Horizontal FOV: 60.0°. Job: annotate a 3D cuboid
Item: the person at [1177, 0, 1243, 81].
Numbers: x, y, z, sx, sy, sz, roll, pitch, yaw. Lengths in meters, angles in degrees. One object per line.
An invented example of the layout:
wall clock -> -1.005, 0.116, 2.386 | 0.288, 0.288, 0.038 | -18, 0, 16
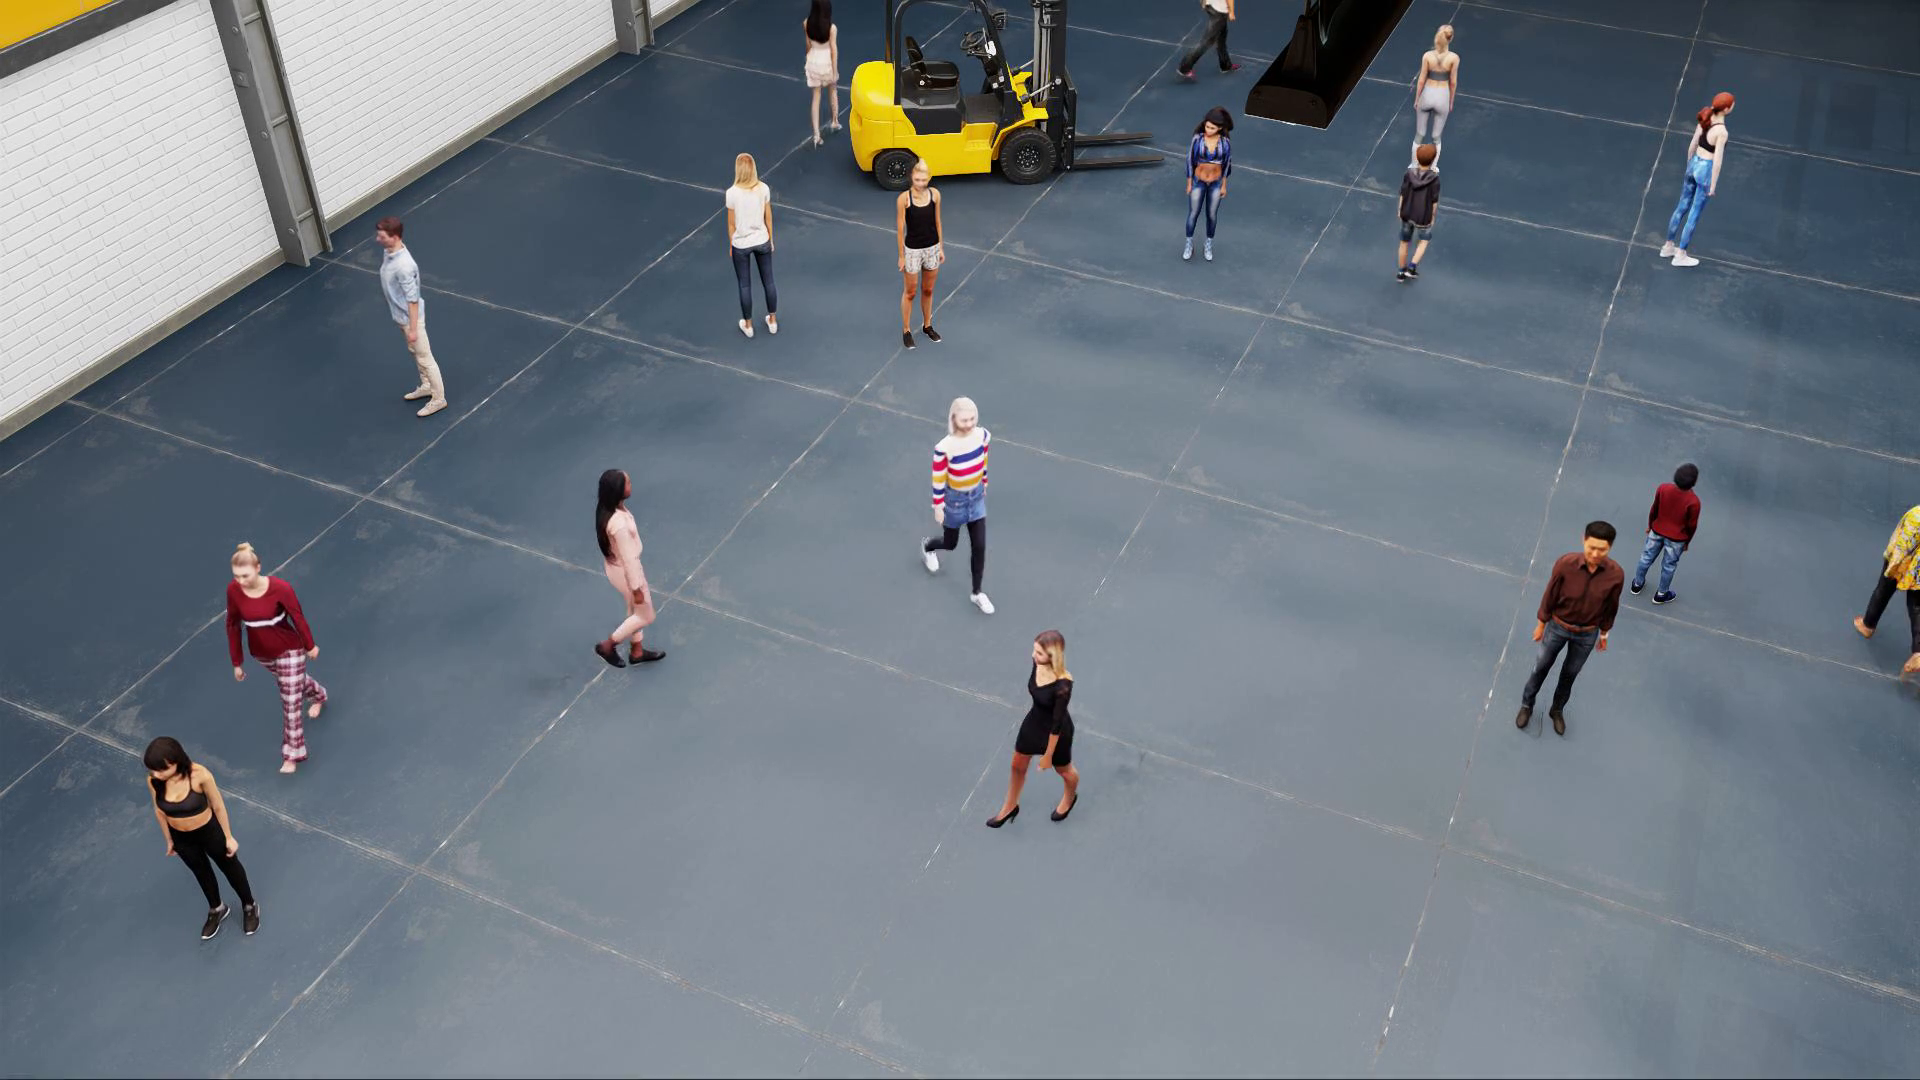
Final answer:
person -> 3.011, -6.373, 19.973 | 1.210, 1.767, 1.150 | -13, 40, -15

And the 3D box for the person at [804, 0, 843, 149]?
person -> -1.588, -5.200, 18.541 | 0.631, 1.709, 0.845 | 11, 40, 14

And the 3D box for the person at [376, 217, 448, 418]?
person -> -4.752, -1.949, 14.360 | 0.742, 1.848, 0.732 | -22, 43, -25

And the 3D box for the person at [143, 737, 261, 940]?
person -> -4.528, 1.736, 9.914 | 0.638, 1.639, 0.649 | -3, 39, -3

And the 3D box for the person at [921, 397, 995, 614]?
person -> -0.033, -0.326, 12.380 | 1.141, 1.784, 1.084 | -22, 44, -25

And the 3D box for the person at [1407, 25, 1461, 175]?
person -> 5.112, -4.718, 17.941 | 0.588, 1.707, 0.550 | 11, 40, 14

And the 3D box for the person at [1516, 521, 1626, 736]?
person -> 4.137, 0.582, 11.246 | 0.674, 1.780, 0.564 | 10, 40, 12

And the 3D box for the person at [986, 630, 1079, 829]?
person -> 0.644, 1.200, 10.574 | 0.960, 1.652, 0.844 | -22, 43, -25

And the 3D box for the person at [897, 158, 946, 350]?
person -> -0.364, -2.657, 15.249 | 0.664, 1.845, 0.746 | -16, 41, -19

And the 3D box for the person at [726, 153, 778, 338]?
person -> -1.920, -2.714, 15.348 | 0.641, 1.809, 0.713 | -16, 41, -19

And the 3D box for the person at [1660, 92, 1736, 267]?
person -> 7.323, -3.578, 16.460 | 0.735, 1.784, 0.670 | -11, 40, -13

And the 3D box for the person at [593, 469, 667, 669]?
person -> -2.433, 0.261, 11.706 | 0.899, 1.707, 0.841 | -11, 40, -14

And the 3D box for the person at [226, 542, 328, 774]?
person -> -4.578, 0.692, 11.210 | 0.929, 1.652, 1.180 | 1, 39, 1

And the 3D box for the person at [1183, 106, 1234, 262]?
person -> 2.455, -3.545, 16.538 | 0.666, 1.623, 0.646 | 5, 39, 6

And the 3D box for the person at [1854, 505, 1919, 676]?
person -> 6.834, 0.233, 11.800 | 0.940, 1.633, 1.123 | 1, 39, 1

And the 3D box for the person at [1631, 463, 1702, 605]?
person -> 5.323, -0.066, 12.478 | 0.590, 1.254, 0.570 | -32, 48, -33

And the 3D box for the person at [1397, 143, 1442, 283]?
person -> 4.428, -3.154, 16.193 | 0.567, 1.443, 0.569 | 22, 44, 25
